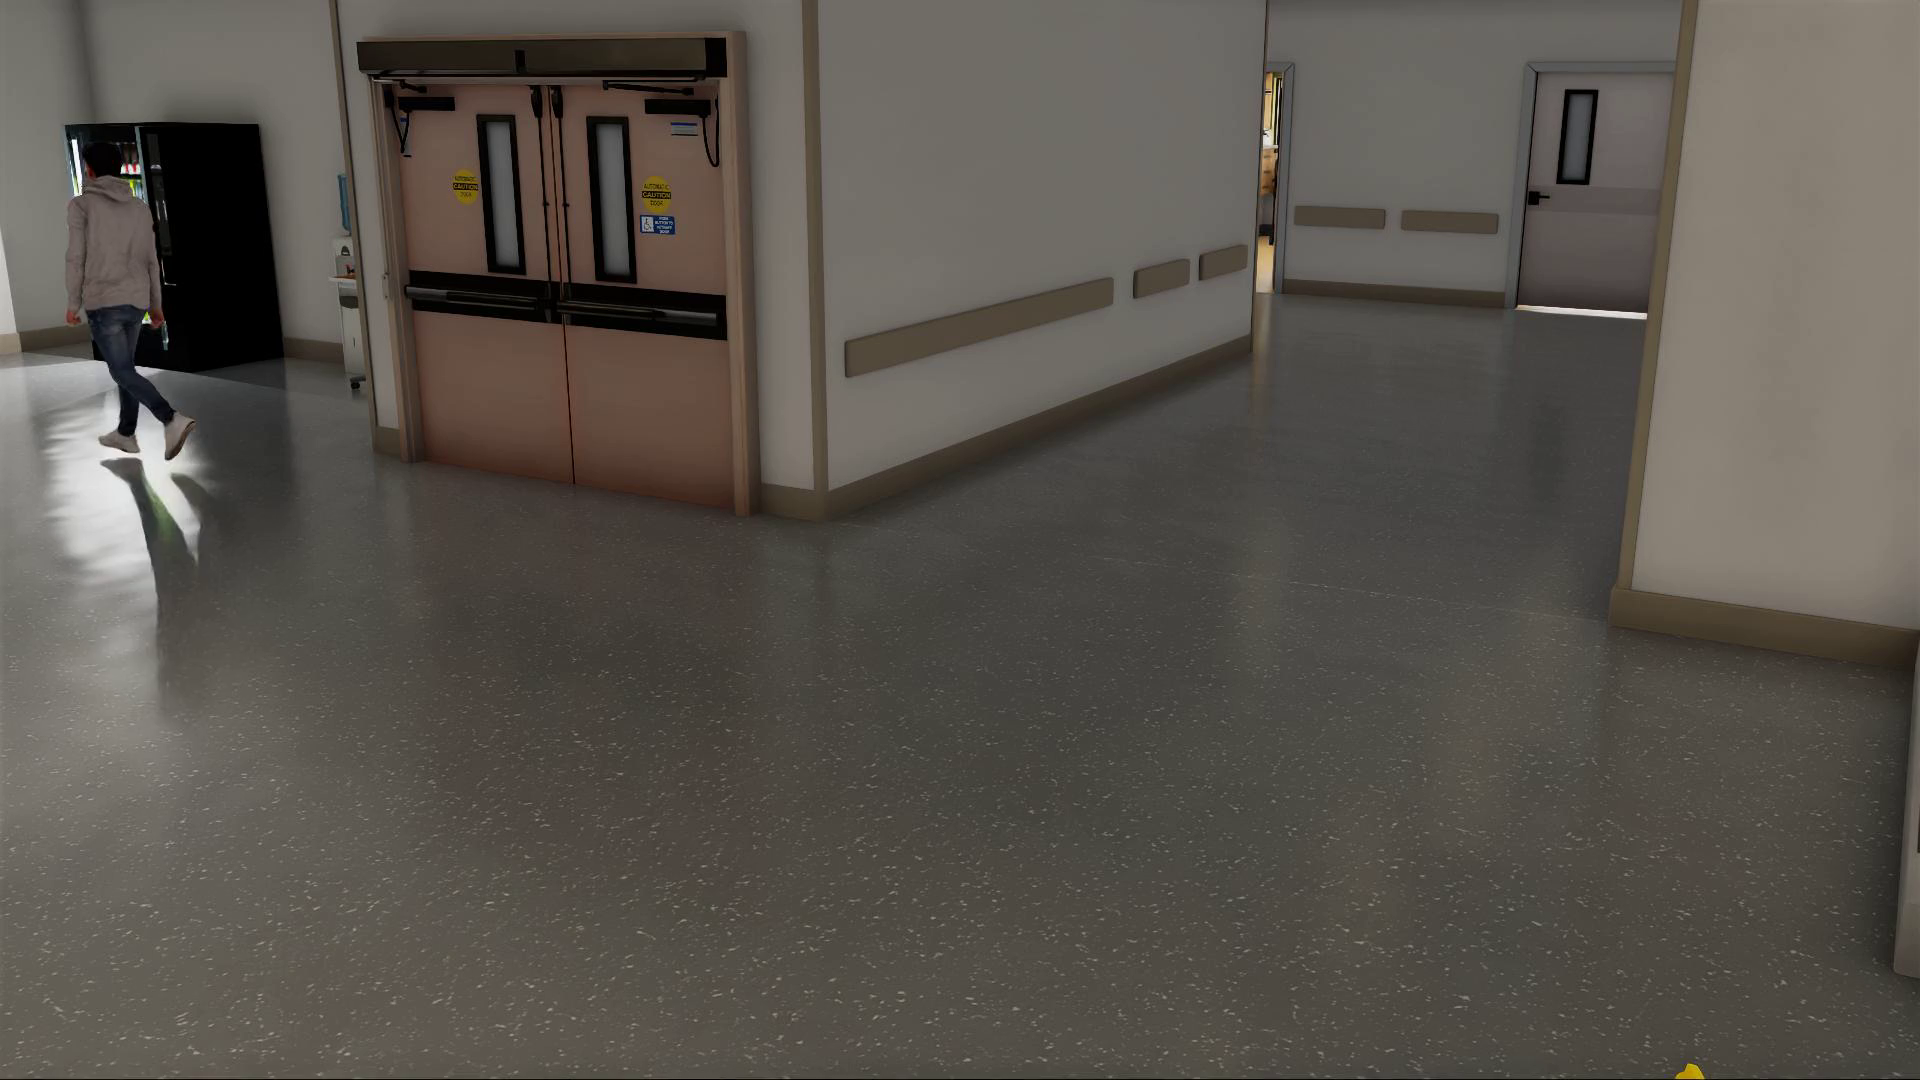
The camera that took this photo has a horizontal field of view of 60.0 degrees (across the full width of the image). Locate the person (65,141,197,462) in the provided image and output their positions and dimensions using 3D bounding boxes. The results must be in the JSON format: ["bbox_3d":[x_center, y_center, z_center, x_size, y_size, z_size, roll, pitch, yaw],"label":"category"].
[{"bbox_3d":[-4.801,-1.340,9.585,1.174,1.826,0.743,7,17,23],"label":"person"}]
